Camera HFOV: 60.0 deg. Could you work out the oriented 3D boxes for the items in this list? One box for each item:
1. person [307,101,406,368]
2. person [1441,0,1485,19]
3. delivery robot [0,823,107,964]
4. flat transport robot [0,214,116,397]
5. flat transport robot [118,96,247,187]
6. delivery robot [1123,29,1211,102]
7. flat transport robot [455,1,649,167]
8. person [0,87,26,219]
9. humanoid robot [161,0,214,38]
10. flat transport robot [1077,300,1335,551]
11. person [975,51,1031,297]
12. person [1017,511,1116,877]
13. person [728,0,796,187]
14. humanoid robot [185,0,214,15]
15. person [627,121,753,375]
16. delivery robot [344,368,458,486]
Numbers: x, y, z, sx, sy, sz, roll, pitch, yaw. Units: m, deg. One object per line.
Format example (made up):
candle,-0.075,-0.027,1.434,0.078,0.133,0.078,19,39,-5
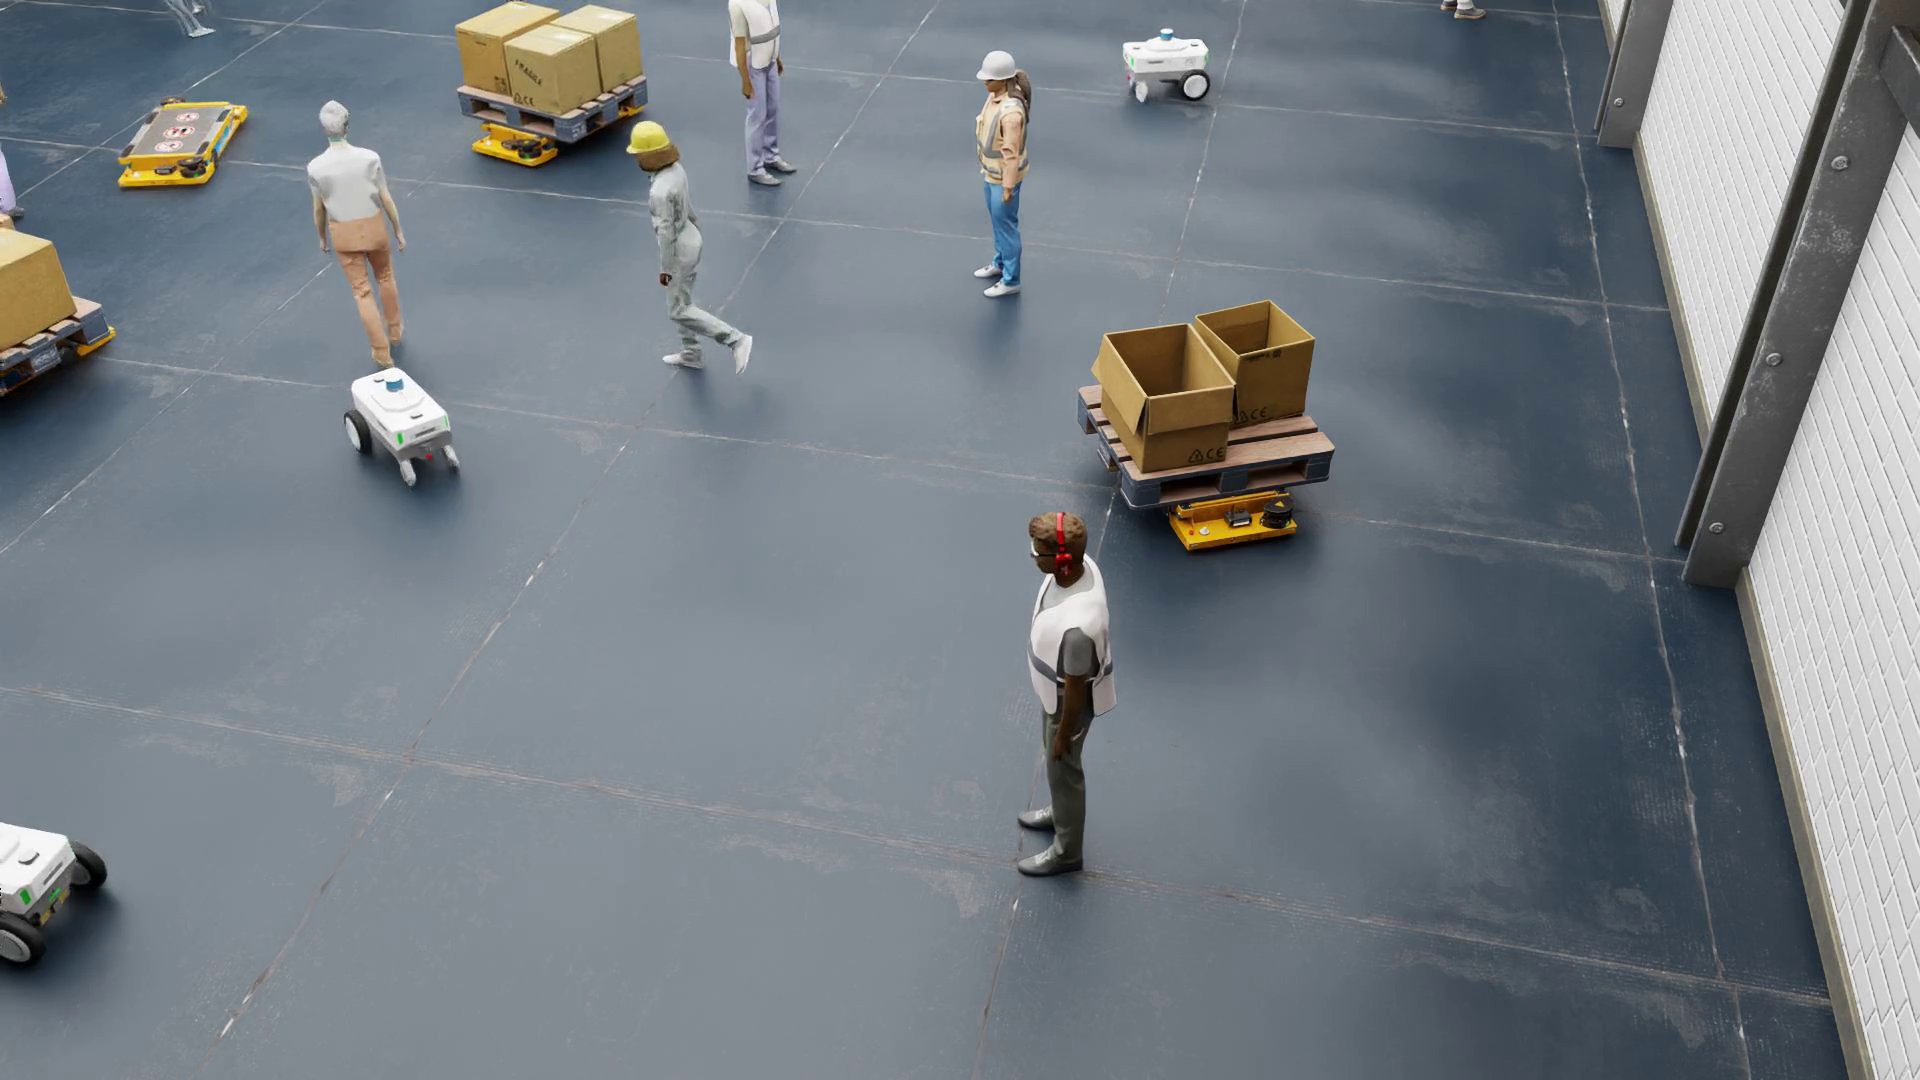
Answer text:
person,-3.853,-1.987,10.665,0.496,1.716,0.701,-18,40,-22
person,4.919,-5.947,15.826,0.356,1.887,0.572,-9,38,-12
delivery robot,-4.108,1.418,7.087,0.771,0.600,0.523,8,37,10
flat transport robot,-6.277,-1.138,10.742,0.659,0.231,1.431,16,40,21
flat transport robot,-6.342,-3.266,13.589,0.659,0.231,1.431,-4,37,-5
delivery robot,1.815,-4.163,14.548,0.763,0.591,0.511,-4,37,-6
flat transport robot,-3.354,-3.515,13.922,0.659,0.231,1.431,19,41,24
person,-7.429,-3.282,12.336,0.592,1.797,0.902,-18,40,-23
humanoid robot,-7.330,-5.470,15.374,0.531,1.844,0.755,16,40,21
flat transport robot,1.396,-0.455,9.828,0.659,0.231,1.431,-9,38,-12
person,0.292,-2.501,11.354,0.376,1.723,0.494,-8,37,-10
person,0.450,0.652,7.044,0.408,1.831,0.568,-1,37,-2
person,-1.558,-3.644,12.789,0.395,1.834,0.568,13,39,17
humanoid robot,-7.494,-5.881,15.894,0.537,1.820,0.725,4,37,5
person,-1.675,-1.800,10.420,0.660,1.712,0.511,3,37,4
delivery robot,-3.339,-0.731,9.947,0.499,0.581,0.768,-26,44,-30
